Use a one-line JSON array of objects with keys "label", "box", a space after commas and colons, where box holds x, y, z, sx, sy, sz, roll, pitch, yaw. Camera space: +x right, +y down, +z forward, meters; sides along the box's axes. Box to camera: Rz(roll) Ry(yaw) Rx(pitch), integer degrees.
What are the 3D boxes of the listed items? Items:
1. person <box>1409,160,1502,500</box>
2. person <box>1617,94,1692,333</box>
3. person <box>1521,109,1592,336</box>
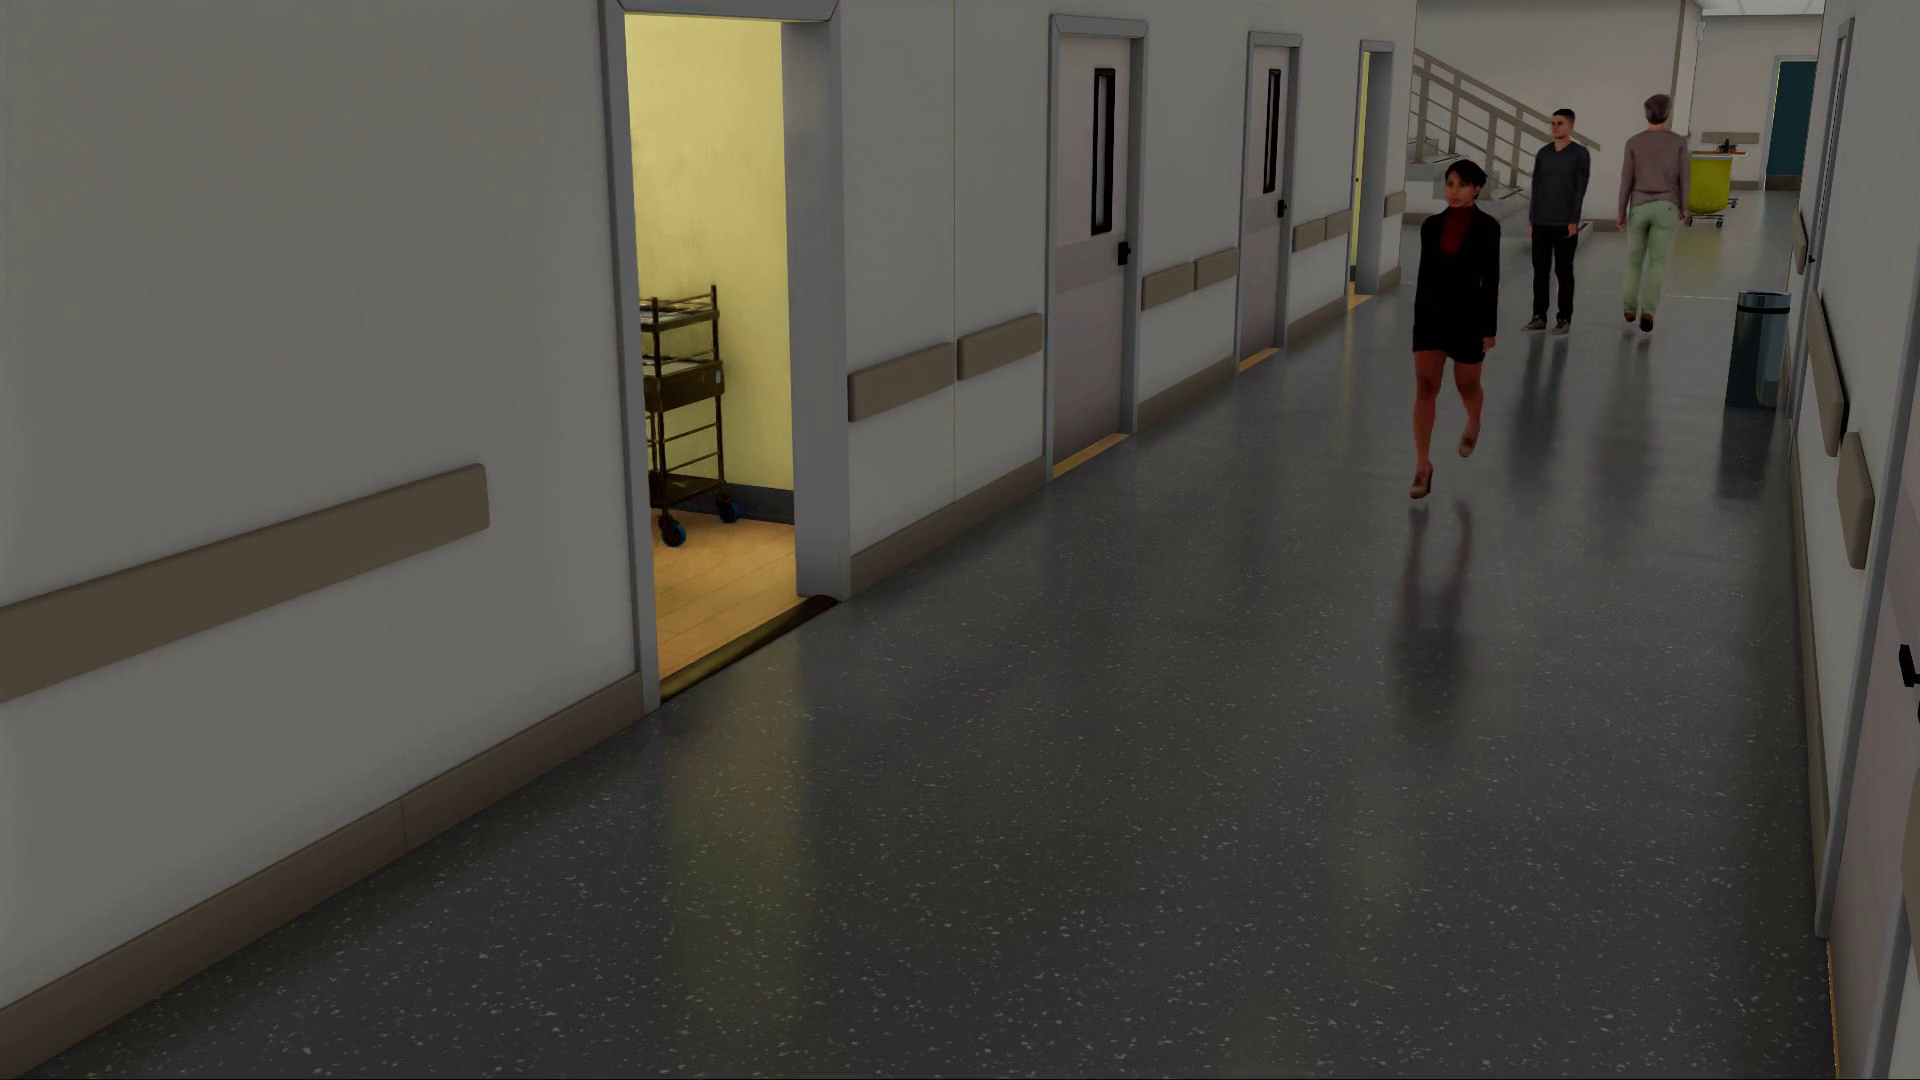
[{"label": "person", "box": [2.438, -1.026, 8.189, 0.944, 1.615, 0.683, 9, 18, 29]}, {"label": "person", "box": [5.518, -2.568, 13.232, 1.149, 1.845, 0.748, 8, 17, 25]}, {"label": "person", "box": [4.773, -2.549, 13.322, 0.586, 1.761, 0.739, 14, 21, 41]}]
